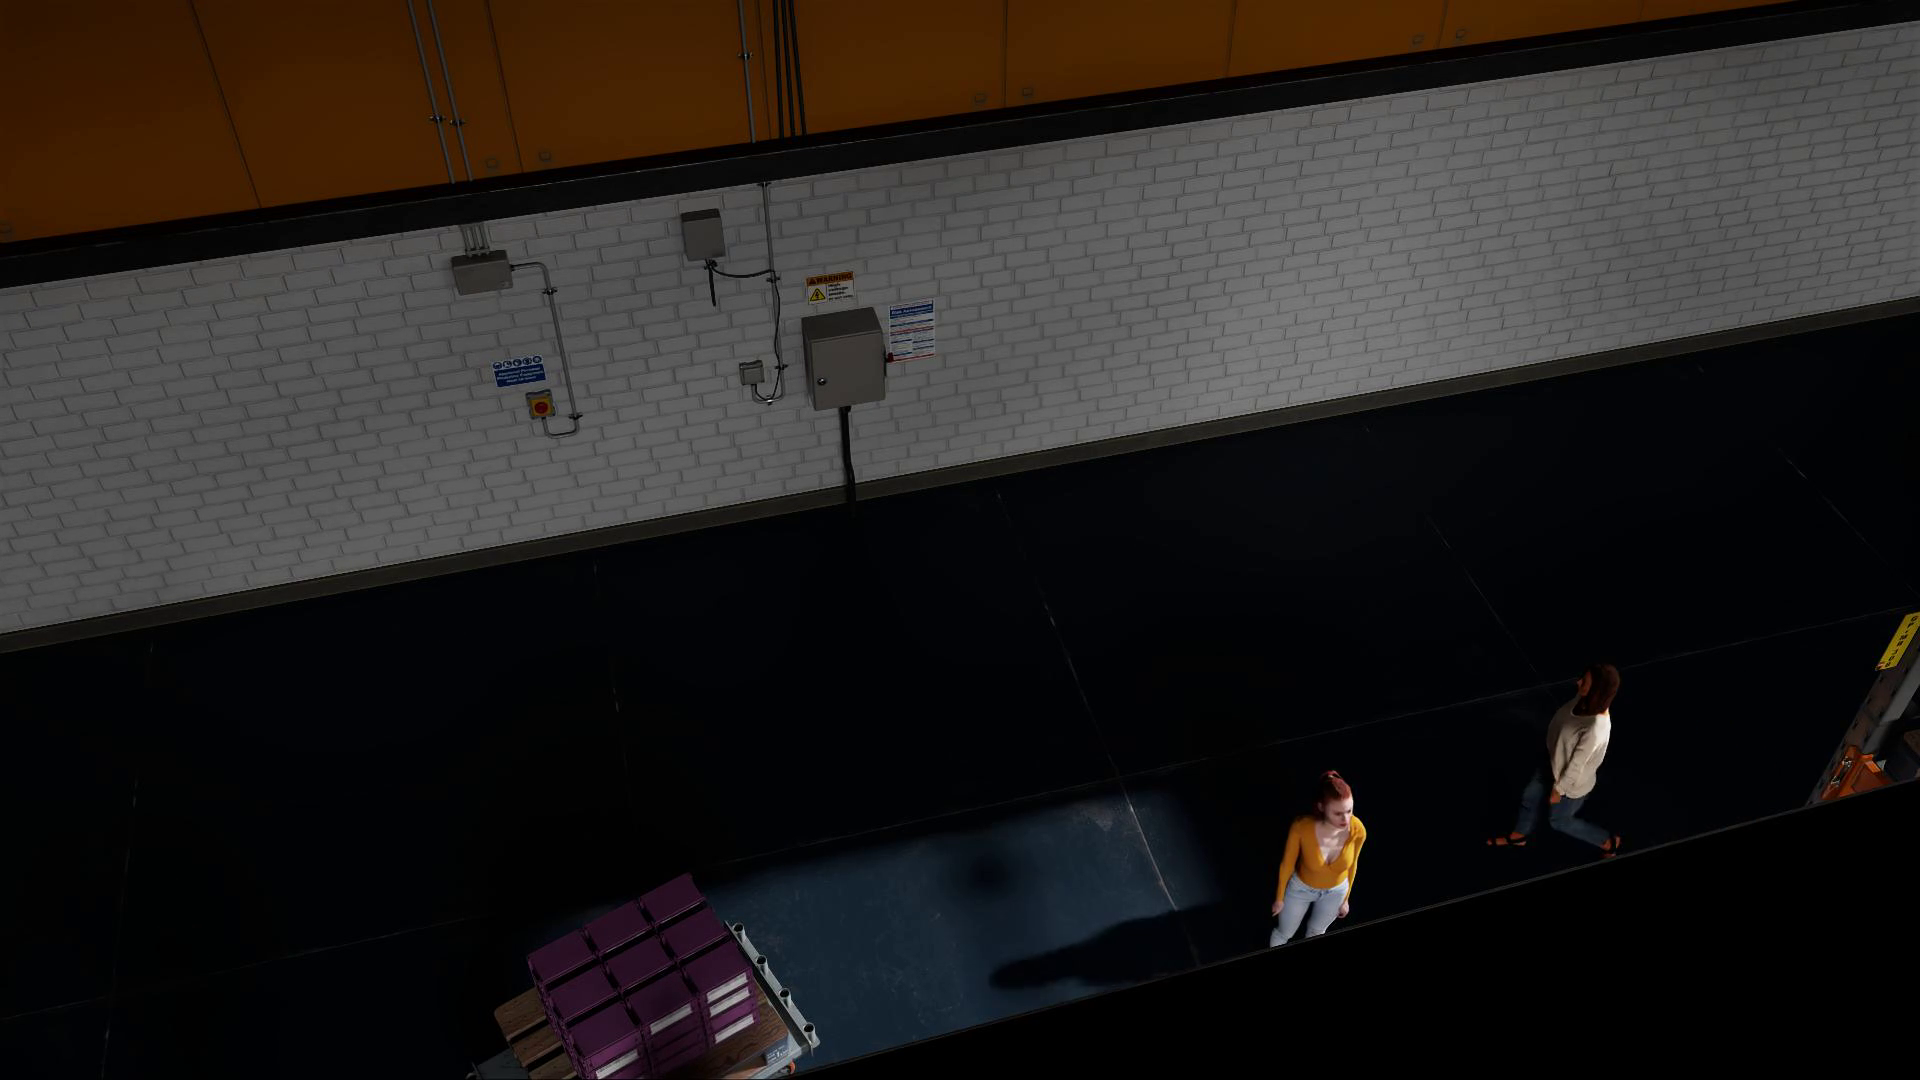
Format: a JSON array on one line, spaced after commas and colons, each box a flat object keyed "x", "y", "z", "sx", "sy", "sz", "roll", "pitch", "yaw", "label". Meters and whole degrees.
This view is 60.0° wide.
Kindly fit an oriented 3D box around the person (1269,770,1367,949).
[{"x": 1.882, "y": 1.860, "z": 8.866, "sx": 0.635, "sy": 1.750, "sz": 0.651, "roll": -1, "pitch": 44, "yaw": -1, "label": "person"}]

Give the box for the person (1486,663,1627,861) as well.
[{"x": 3.548, "y": 1.332, "z": 9.486, "sx": 0.910, "sy": 1.659, "sz": 1.009, "roll": 6, "pitch": 44, "yaw": 6, "label": "person"}]
